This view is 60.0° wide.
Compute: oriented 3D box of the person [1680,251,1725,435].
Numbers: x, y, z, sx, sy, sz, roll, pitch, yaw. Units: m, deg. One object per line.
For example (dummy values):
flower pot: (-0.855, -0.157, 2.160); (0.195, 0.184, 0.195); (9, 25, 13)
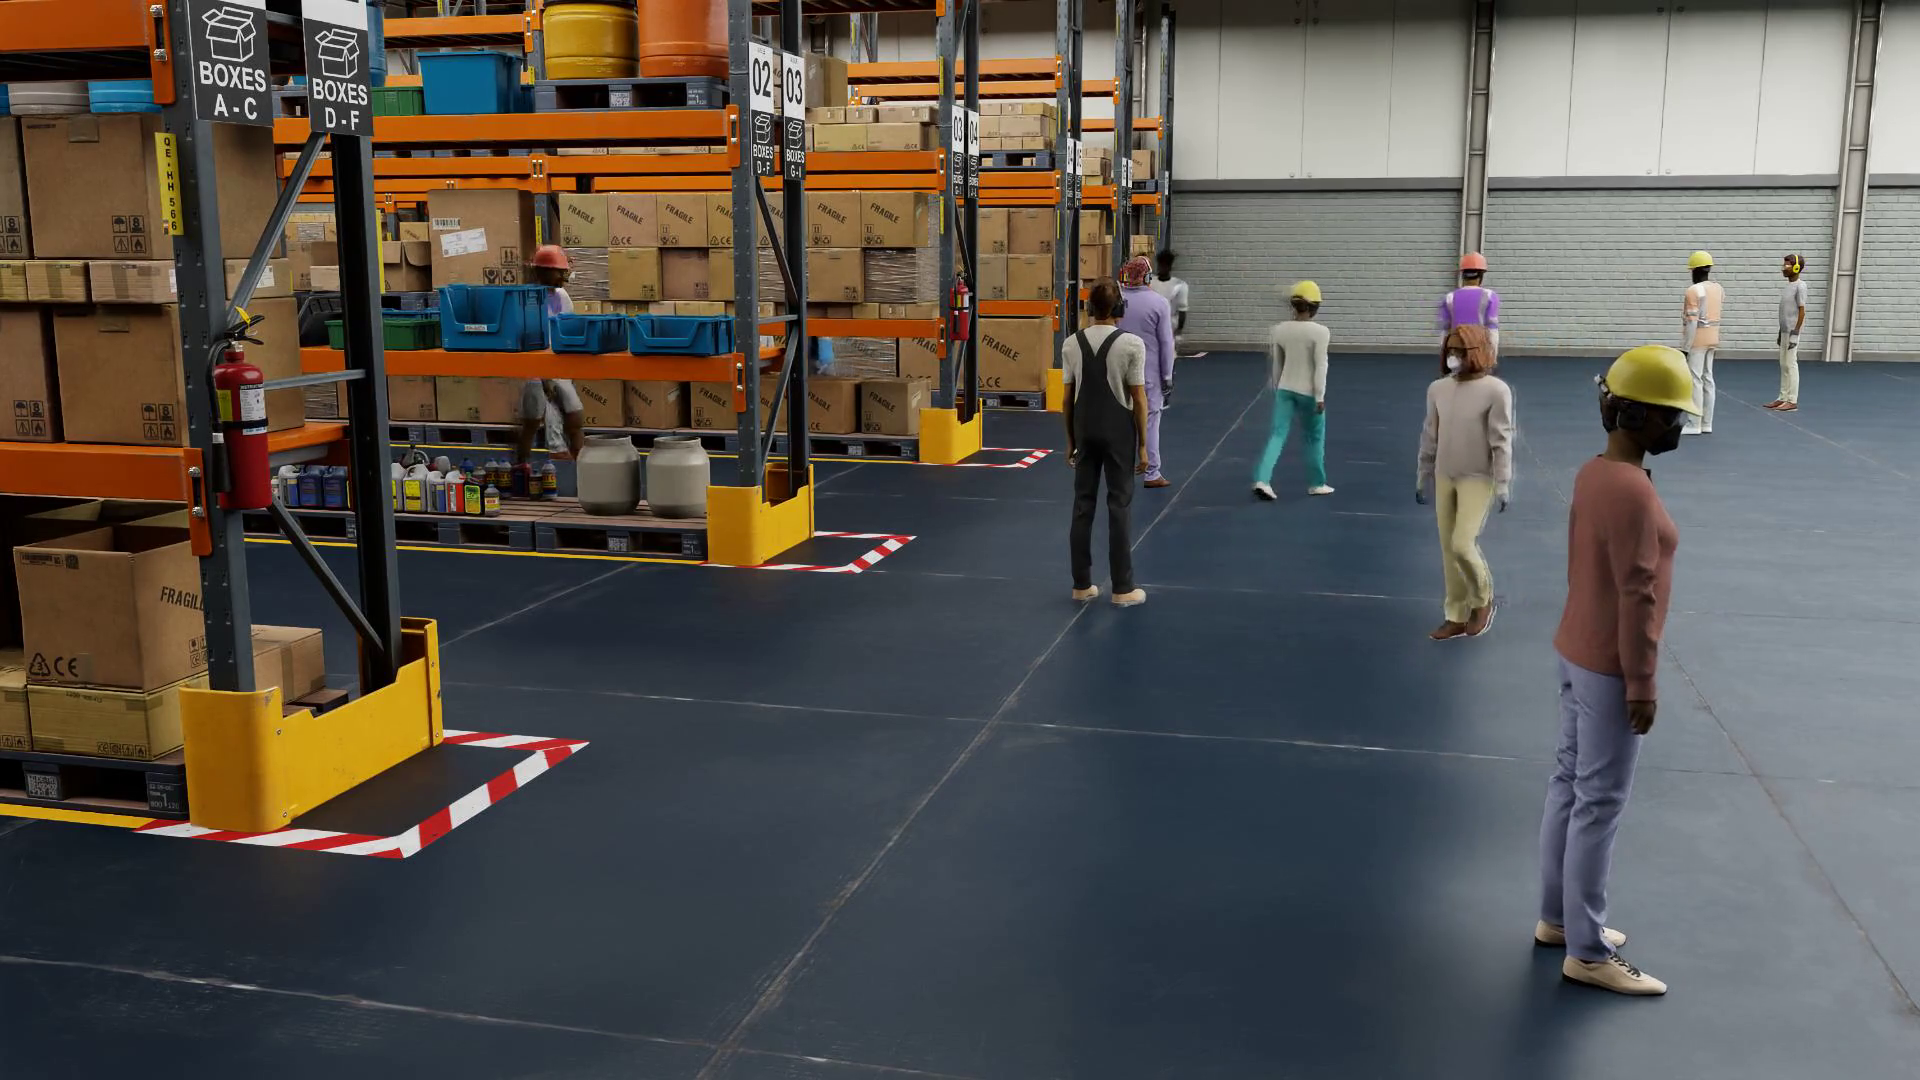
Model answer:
person: (7.749, -2.059, 17.470); (0.591, 1.923, 0.381); (-7, 12, -35)

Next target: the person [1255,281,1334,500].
person: (2.648, -1.174, 13.113); (0.883, 1.728, 0.532); (-10, 14, -44)

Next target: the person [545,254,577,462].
person: (-3.709, -1.684, 15.385); (0.363, 1.934, 0.625); (-2, 11, -13)

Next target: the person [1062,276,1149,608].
person: (0.812, -0.541, 9.278); (0.508, 1.846, 0.345); (5, 12, 28)

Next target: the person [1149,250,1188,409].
person: (2.347, -2.479, 19.820); (0.691, 1.910, 0.901); (5, 11, 25)

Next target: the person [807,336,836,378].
person: (-1.542, -1.859, 17.097); (0.876, 1.644, 0.552); (2, 10, 11)

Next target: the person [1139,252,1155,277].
person: (3.124, -3.937, 28.133); (0.558, 1.824, 0.967); (8, 13, 39)

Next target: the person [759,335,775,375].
person: (-2.286, -2.483, 19.525); (0.405, 2.035, 0.606); (3, 11, 16)

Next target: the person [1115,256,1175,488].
person: (1.479, -1.380, 13.754); (0.643, 1.909, 0.410); (6, 12, 29)

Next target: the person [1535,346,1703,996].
person: (1.813, 0.349, 4.583); (0.328, 1.761, 0.523); (1, 10, 6)

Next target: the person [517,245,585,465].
person: (-3.163, -1.306, 13.105); (1.002, 1.993, 0.614); (5, 12, 27)

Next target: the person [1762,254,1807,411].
person: (9.953, -2.486, 19.983); (0.328, 1.873, 0.519); (1, 10, 8)

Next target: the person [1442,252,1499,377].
person: (4.784, -1.718, 15.563); (0.581, 1.925, 0.437); (9, 13, 40)

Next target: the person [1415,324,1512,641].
person: (2.527, -0.279, 8.427); (0.341, 1.619, 0.531); (-7, 12, -33)
